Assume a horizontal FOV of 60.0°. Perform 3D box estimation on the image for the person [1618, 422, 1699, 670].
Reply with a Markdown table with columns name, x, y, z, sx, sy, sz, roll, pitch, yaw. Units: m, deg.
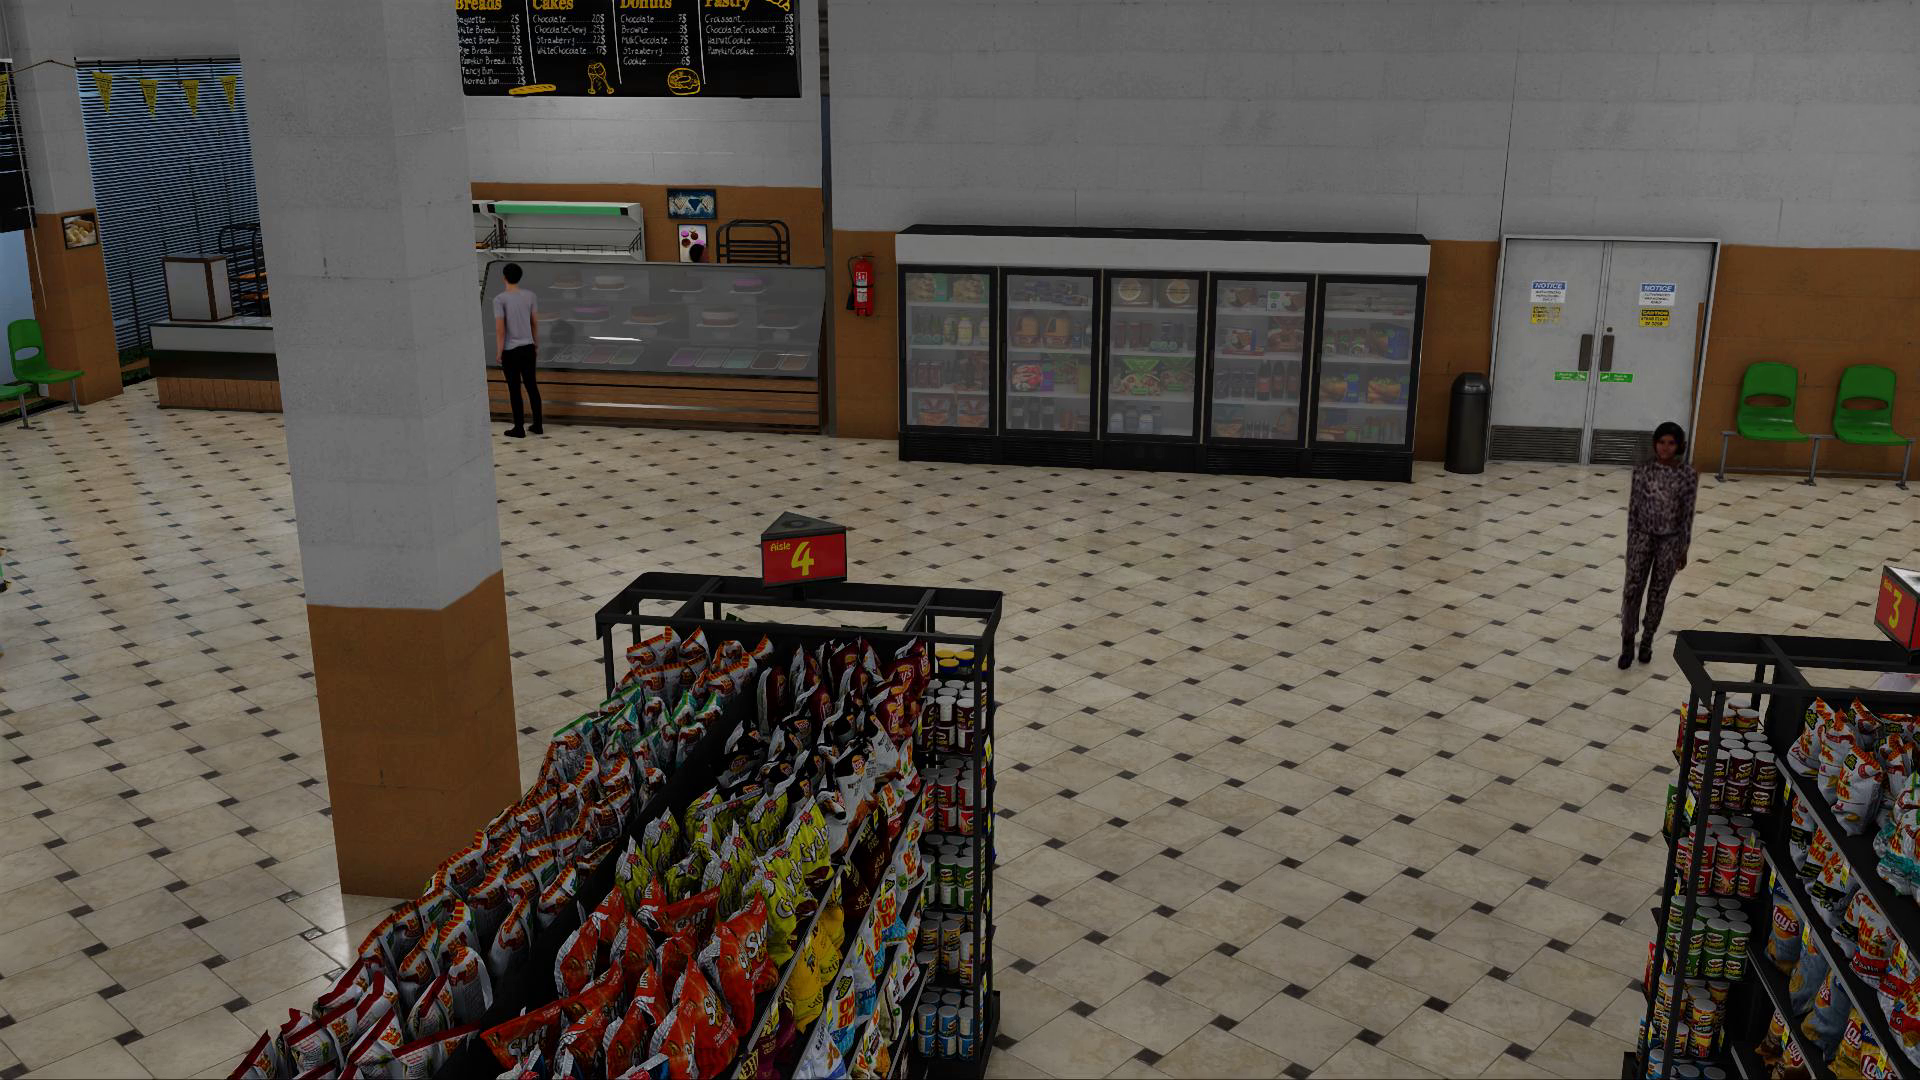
| name | x | y | z | sx | sy | sz | roll | pitch | yaw |
| --- | --- | --- | --- | --- | --- | --- | --- | --- | --- |
| person | 4.772 | 0.026 | 11.353 | 0.681 | 1.697 | 0.812 | 8 | 19 | 24 |

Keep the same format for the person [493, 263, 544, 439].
| name | x | y | z | sx | sy | sz | roll | pitch | yaw |
| --- | --- | --- | --- | --- | --- | --- | --- | --- | --- |
| person | -4.739 | -2.037 | 17.863 | 0.705 | 1.863 | 0.807 | -16 | 23 | -42 |
